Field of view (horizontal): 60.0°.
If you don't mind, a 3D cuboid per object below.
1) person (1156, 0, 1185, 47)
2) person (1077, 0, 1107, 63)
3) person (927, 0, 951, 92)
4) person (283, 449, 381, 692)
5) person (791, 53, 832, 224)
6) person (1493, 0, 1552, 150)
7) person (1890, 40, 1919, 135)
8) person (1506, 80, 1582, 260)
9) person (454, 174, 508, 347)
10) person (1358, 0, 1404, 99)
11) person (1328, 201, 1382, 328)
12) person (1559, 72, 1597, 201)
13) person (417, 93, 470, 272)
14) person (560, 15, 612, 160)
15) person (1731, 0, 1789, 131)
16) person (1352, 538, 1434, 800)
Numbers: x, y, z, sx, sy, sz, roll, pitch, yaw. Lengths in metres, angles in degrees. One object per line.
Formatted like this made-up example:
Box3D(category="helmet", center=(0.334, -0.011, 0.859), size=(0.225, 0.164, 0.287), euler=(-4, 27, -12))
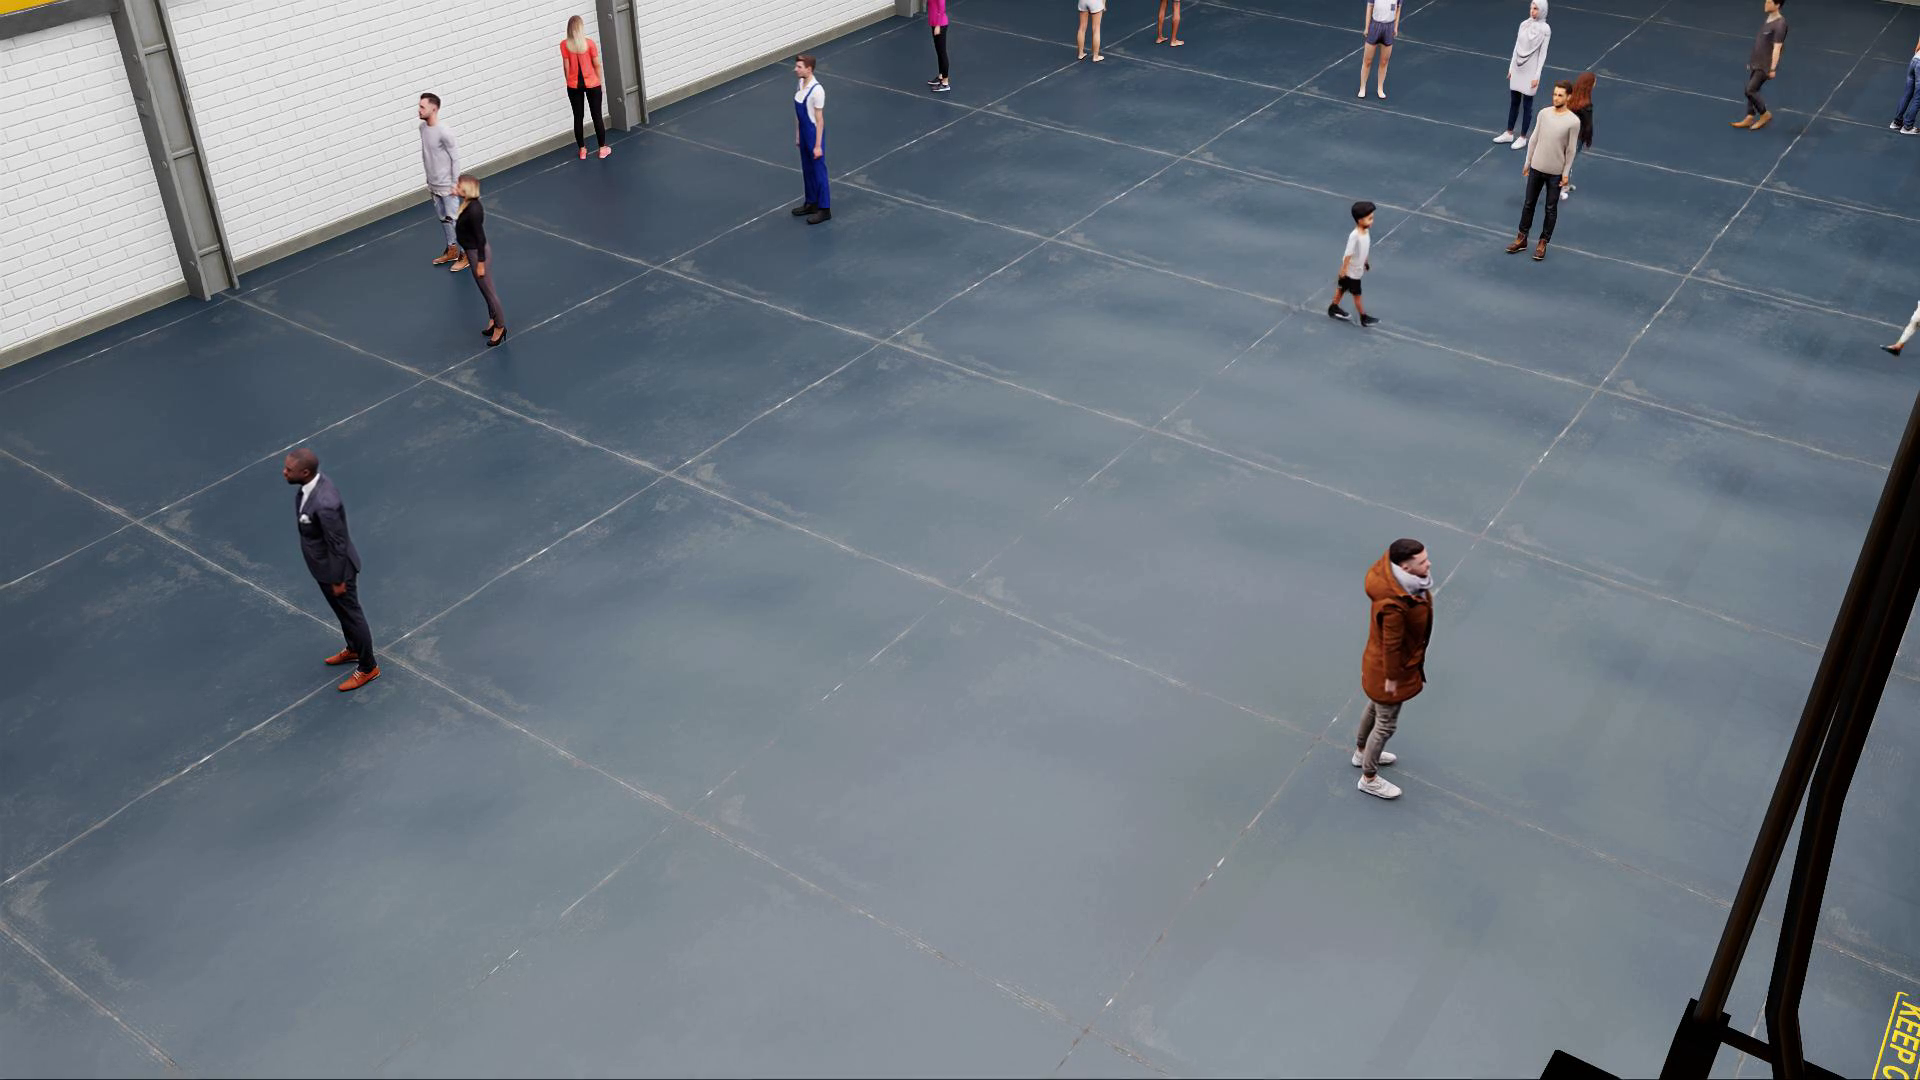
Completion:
Box3D(category="person", center=(2.992, -7.880, 23.468), size=(0.669, 1.731, 0.565), euler=(27, 42, 34))
Box3D(category="person", center=(1.799, -7.425, 22.894), size=(0.582, 1.608, 0.532), euler=(18, 37, 24))
Box3D(category="person", center=(-0.262, -6.782, 21.845), size=(0.750, 1.699, 0.686), euler=(-4, 34, -6))
Box3D(category="person", center=(-4.256, 0.169, 11.275), size=(0.748, 1.824, 0.781), euler=(-18, 38, -25))
Box3D(category="person", center=(-1.610, -4.391, 18.112), size=(0.710, 1.849, 0.711), euler=(-19, 38, -26))
Box3D(category="person", center=(6.828, -5.628, 20.039), size=(0.649, 1.776, 0.676), euler=(-20, 39, -27))
Box3D(category="person", center=(11.887, -5.830, 20.535), size=(0.681, 1.563, 0.624), euler=(-6, 34, -10))
Box3D(category="person", center=(6.119, -3.864, 17.302), size=(0.661, 1.868, 0.584), euler=(25, 41, 32))
Box3D(category="person", center=(-4.503, -2.637, 15.633), size=(0.713, 1.671, 0.688), euler=(-12, 35, -17))
Box3D(category="person", center=(5.457, -6.591, 21.601), size=(0.673, 1.651, 0.685), euler=(2, 34, 3))
Box3D(category="person", center=(3.755, -2.694, 16.114), size=(0.552, 1.233, 0.733), euler=(21, 39, 28))
Box3D(category="person", center=(6.804, -4.506, 18.629), size=(0.816, 1.468, 0.751), euler=(-12, 35, -17))
Box3D(category="person", center=(-5.310, -3.687, 17.061), size=(0.696, 1.839, 0.566), euler=(24, 41, 32))
Box3D(category="person", center=(-4.461, -5.373, 19.729), size=(0.677, 1.694, 0.707), euler=(-1, 34, -1))
Box3D(category="person", center=(9.988, -5.898, 20.508), size=(0.815, 1.707, 0.740), euler=(3, 34, 5))
Box3D(category="person", center=(2.675, 0.770, 10.357), size=(0.895, 1.839, 0.805), euler=(4, 34, 6))
